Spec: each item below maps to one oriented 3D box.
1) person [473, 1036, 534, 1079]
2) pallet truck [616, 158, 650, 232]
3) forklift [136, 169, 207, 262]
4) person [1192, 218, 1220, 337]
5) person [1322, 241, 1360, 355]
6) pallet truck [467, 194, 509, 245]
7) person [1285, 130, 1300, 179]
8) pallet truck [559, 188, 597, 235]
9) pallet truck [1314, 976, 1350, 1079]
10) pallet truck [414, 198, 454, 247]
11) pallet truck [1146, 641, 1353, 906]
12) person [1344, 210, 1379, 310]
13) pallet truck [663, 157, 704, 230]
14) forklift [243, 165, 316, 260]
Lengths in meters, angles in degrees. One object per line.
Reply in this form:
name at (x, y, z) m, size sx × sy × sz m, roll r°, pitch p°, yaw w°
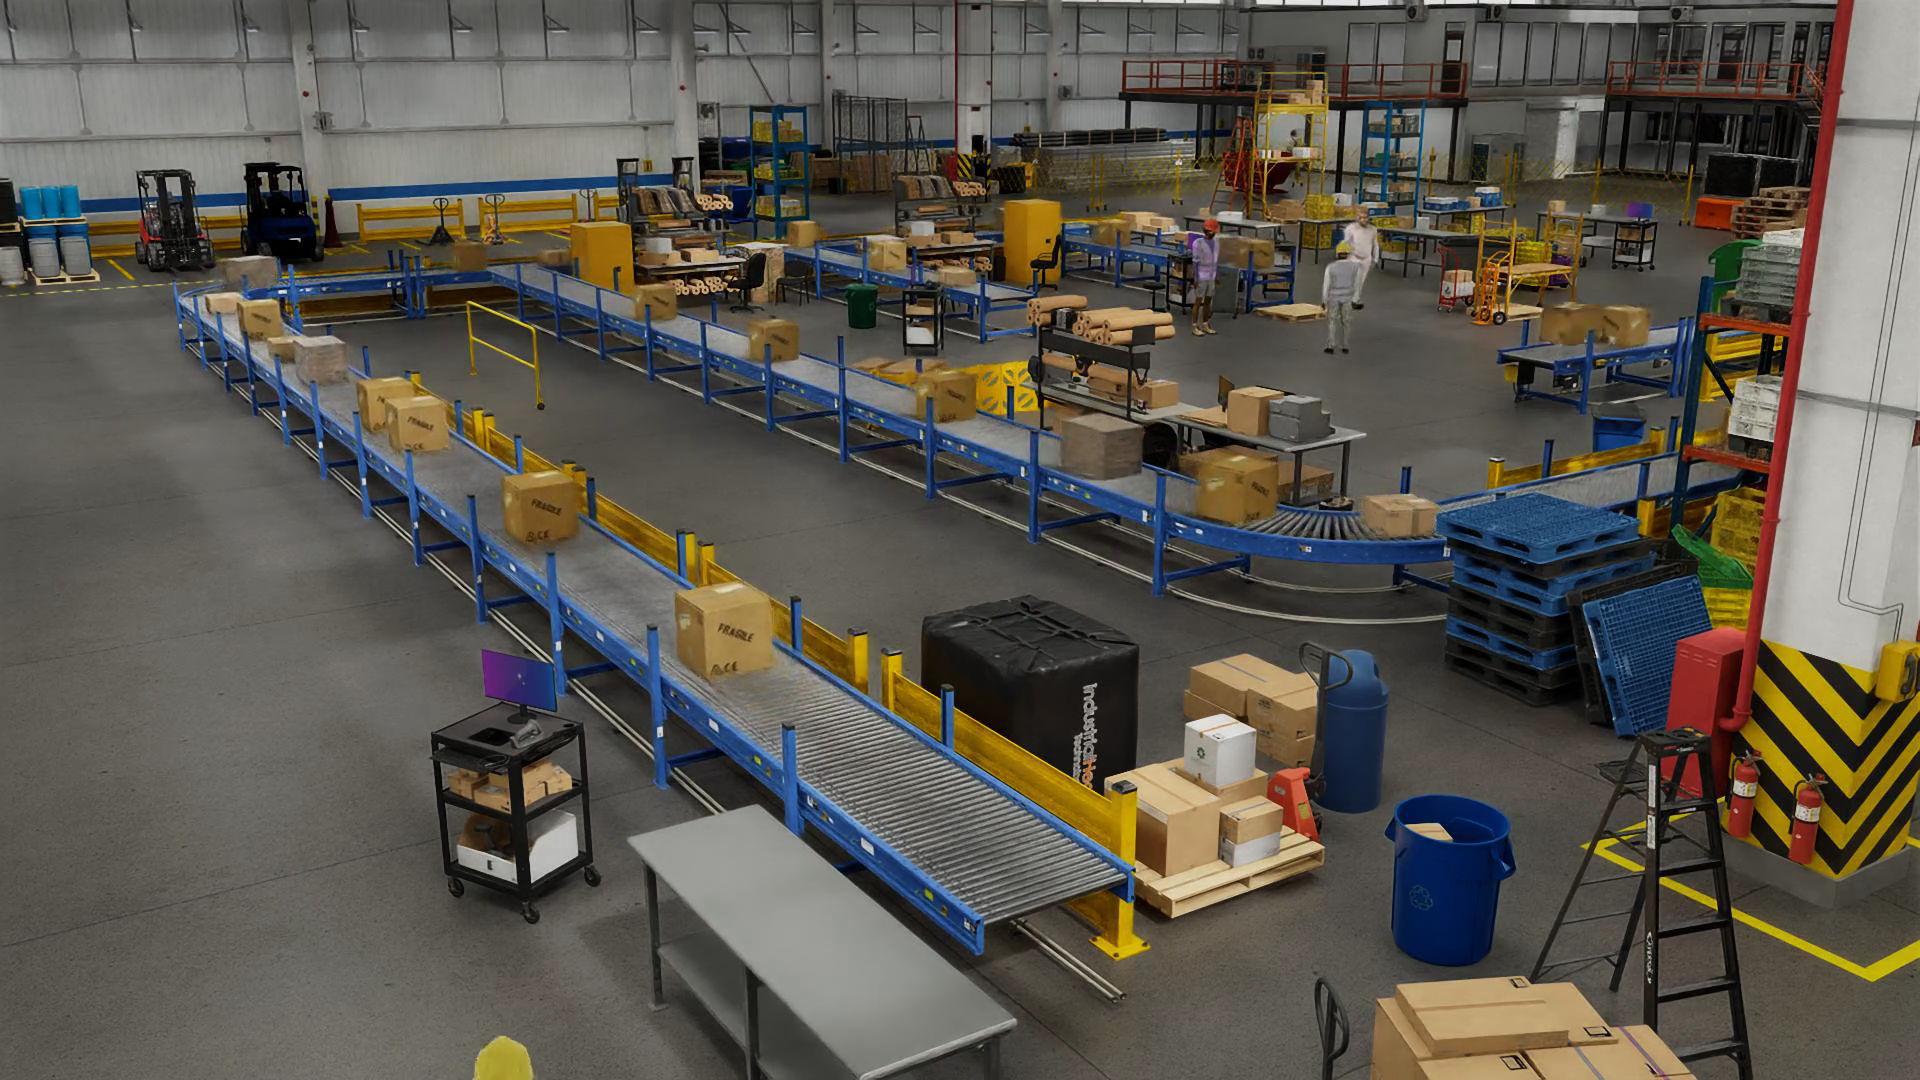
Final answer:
person at (-1.531, 2.534, 5.771) m, size 0.534 × 1.716 × 0.943 m, roll -8°, pitch 19°, yaw -26°
pallet truck at (-8.918, -9.176, 44.255) m, size 0.823 × 1.965 × 1.885 m, roll -9°, pitch 19°, yaw -27°
forklift at (-17.842, -7.318, 37.559) m, size 1.157 × 1.987 × 2.680 m, roll -10°, pitch 20°, yaw -31°
person at (4.279, -4.548, 28.789) m, size 0.605 × 2.035 × 0.389 m, roll -12°, pitch 21°, yaw -35°
person at (6.190, -3.938, 27.108) m, size 0.600 × 1.829 × 0.404 m, roll -2°, pitch 17°, yaw -5°
pallet truck at (-11.983, -8.177, 42.137) m, size 0.704 × 1.261 × 1.522 m, roll -11°, pitch 20°, yaw -33°
person at (12.353, -14.276, 61.579) m, size 0.511 × 1.796 × 0.977 m, roll -10°, pitch 19°, yaw -29°
pallet truck at (-10.010, -8.652, 43.699) m, size 0.653 × 1.274 × 1.630 m, roll -10°, pitch 20°, yaw -31°
pallet truck at (2.299, 2.390, 7.086) m, size 1.601 × 1.201 × 0.680 m, roll -2°, pitch 17°, yaw -7°
pallet truck at (-13.250, -8.060, 41.856) m, size 0.680 × 1.201 × 1.601 m, roll -10°, pitch 20°, yaw -31°
pallet truck at (1.664, 1.407, 10.232) m, size 1.630 × 1.274 × 0.653 m, roll -10°, pitch 20°, yaw -31°
person at (7.645, -5.308, 31.608) m, size 0.673 × 1.855 × 0.960 m, roll -2°, pitch 17°, yaw -6°
pallet truck at (-7.586, -9.308, 44.692) m, size 0.823 × 1.965 × 1.885 m, roll -11°, pitch 20°, yaw -33°
forklift at (-15.898, -7.669, 38.708) m, size 1.157 × 1.987 × 2.680 m, roll -11°, pitch 20°, yaw -33°
